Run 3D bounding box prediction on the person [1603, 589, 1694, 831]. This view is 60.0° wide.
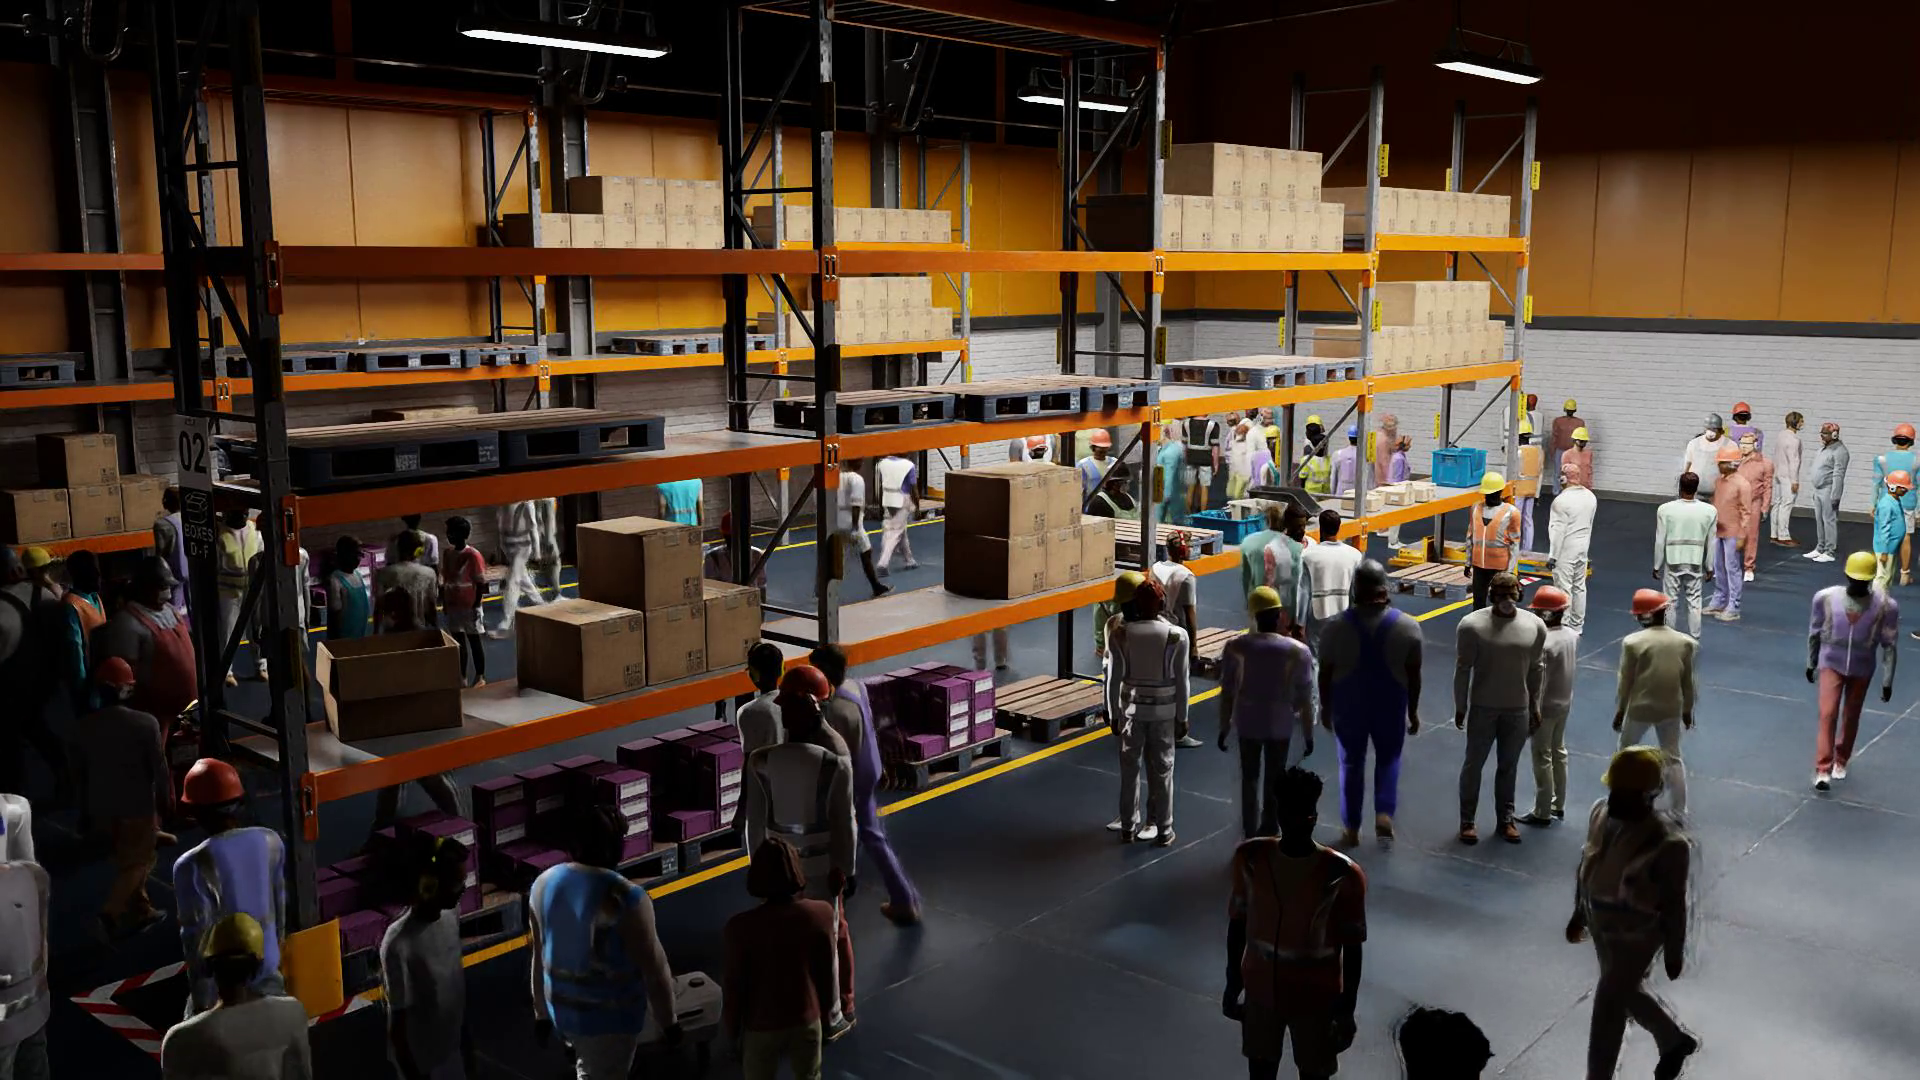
[{"bbox_3d":[5.015,1.203,12.102,0.621,1.696,0.796,-2,10,-9],"label":"person"}]

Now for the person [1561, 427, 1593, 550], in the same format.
[{"bbox_3d":[8.680,-0.713,23.393,0.521,1.760,0.329,-4,10,-21],"label":"person"}]

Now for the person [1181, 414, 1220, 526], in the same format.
[{"bbox_3d":[3.685,-1.187,25.423,0.611,2.030,0.410,5,11,28],"label":"person"}]

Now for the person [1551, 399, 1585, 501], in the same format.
[{"bbox_3d":[10.290,-1.515,28.179,0.525,1.761,0.342,4,10,20],"label":"person"}]

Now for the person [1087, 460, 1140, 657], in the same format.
[{"bbox_3d":[1.650,0.186,17.176,0.538,2.000,0.683,8,13,40],"label":"person"}]

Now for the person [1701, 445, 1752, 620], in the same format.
[{"bbox_3d":[8.729,-0.088,18.944,0.396,1.992,0.623,-1,10,-7],"label":"person"}]

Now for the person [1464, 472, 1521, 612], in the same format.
[{"bbox_3d":[5.478,0.244,17.196,0.382,1.918,0.585,-8,13,-41],"label":"person"}]

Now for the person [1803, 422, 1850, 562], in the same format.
[{"bbox_3d":[11.778,-0.652,22.615,0.401,1.900,0.642,1,10,5],"label":"person"}]

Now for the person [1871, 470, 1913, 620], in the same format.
[{"bbox_3d":[10.500,0.072,18.761,0.350,1.739,0.575,8,12,39],"label":"person"}]

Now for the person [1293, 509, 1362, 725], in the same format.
[{"bbox_3d":[3.232,0.683,14.620,0.598,1.907,0.408,-3,10,-17],"label":"person"}]

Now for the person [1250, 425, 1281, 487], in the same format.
[{"bbox_3d":[4.086,-0.570,22.148,0.601,1.896,0.727,6,11,33],"label":"person"}]

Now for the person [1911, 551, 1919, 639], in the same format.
[{"bbox_3d":[10.545,0.114,17.875,0.604,1.958,0.374,-3,10,-18],"label":"person"}]

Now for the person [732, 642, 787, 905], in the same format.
[{"bbox_3d":[-1.115,1.514,9.780,0.329,1.865,0.512,9,13,44],"label":"person"}]

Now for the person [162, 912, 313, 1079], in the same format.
[{"bbox_3d":[-2.499,2.230,5.929,0.750,1.722,0.562,8,12,40],"label":"person"}]

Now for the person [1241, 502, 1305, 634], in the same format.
[{"bbox_3d":[2.877,0.593,15.179,0.642,1.897,0.952,5,11,28],"label":"person"}]

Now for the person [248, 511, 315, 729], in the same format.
[{"bbox_3d":[-5.953,0.684,14.543,0.386,1.929,0.547,8,13,41],"label":"person"}]

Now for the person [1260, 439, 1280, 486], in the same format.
[{"bbox_3d":[3.986,-0.365,21.043,0.335,1.845,0.513,9,13,41],"label":"person"}]

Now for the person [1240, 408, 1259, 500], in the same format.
[{"bbox_3d":[4.567,-1.263,26.294,0.355,1.885,0.575,-1,10,-4],"label":"person"}]

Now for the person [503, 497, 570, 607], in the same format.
[{"bbox_3d":[-5.028,-0.030,19.537,0.529,1.685,0.814,5,11,30],"label":"person"}]

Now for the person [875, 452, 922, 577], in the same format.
[{"bbox_3d":[-0.813,-0.441,21.637,0.583,1.804,0.958,8,12,38],"label":"person"}]

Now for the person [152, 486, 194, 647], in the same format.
[{"bbox_3d":[-7.811,0.374,16.672,0.353,1.837,0.511,8,12,38],"label":"person"}]

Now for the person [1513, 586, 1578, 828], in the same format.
[{"bbox_3d":[4.217,1.197,12.020,0.347,1.744,0.576,9,13,43],"label":"person"}]

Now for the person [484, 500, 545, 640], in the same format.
[{"bbox_3d":[-4.845,0.119,18.203,0.595,1.843,0.963,7,12,37],"label":"person"}]

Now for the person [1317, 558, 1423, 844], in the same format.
[{"bbox_3d":[2.842,1.118,11.610,0.710,2.000,0.536,2,10,11],"label":"person"}]

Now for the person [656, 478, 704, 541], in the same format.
[{"bbox_3d":[-3.279,-0.116,19.562,0.570,1.843,0.372,-5,11,-29],"label":"person"}]

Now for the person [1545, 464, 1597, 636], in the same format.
[{"bbox_3d":[6.558,0.122,17.979,0.637,1.901,0.403,-7,12,-34],"label":"person"}]

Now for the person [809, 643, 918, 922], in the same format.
[{"bbox_3d":[-0.679,1.482,10.235,0.932,1.772,0.590,2,10,11],"label":"person"}]

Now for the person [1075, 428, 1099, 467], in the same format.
[{"bbox_3d":[2.001,-1.303,26.904,0.525,1.760,0.341,0,10,1],"label":"person"}]

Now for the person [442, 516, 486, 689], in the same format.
[{"bbox_3d":[-4.683,0.613,15.649,0.541,1.695,0.315,7,12,34],"label":"person"}]

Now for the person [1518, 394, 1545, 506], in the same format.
[{"bbox_3d":[9.491,-1.489,27.682,0.567,1.878,0.350,-7,12,-38],"label":"person"}]

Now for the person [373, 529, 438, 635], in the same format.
[{"bbox_3d":[-4.650,0.831,13.957,0.561,1.823,0.504,-4,10,-23],"label":"person"}]

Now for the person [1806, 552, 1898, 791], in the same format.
[{"bbox_3d":[6.832,1.009,12.768,0.609,1.862,1.041,5,11,26],"label":"person"}]

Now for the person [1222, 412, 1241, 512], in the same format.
[{"bbox_3d":[4.449,-1.267,27.054,0.309,1.638,0.513,1,10,6],"label":"person"}]

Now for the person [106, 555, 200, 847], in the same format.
[{"bbox_3d":[-5.608,1.104,11.697,0.536,2.000,0.688,0,10,3],"label":"person"}]

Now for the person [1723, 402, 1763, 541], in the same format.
[{"bbox_3d":[11.355,-0.999,24.293,0.604,2.034,0.418,2,10,11],"label":"person"}]

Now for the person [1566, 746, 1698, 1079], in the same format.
[{"bbox_3d":[3.268,1.840,7.997,0.841,1.807,0.577,-2,10,-14],"label":"person"}]

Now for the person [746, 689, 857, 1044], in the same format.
[{"bbox_3d":[-0.819,1.691,8.656,0.579,1.881,0.342,2,10,9],"label":"person"}]

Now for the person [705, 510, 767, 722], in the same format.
[{"bbox_3d":[-1.949,0.684,14.519,0.547,1.934,0.375,-1,10,-8],"label":"person"}]

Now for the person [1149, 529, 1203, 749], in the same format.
[{"bbox_3d":[1.784,0.825,13.935,0.380,1.845,0.570,-5,11,-29],"label":"person"}]

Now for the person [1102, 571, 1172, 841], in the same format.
[{"bbox_3d":[1.242,1.156,11.785,0.588,1.912,0.395,8,12,39],"label":"person"}]

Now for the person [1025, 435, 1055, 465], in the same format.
[{"bbox_3d":[0.947,-0.292,20.205,0.617,1.986,0.407,-3,10,-18],"label":"person"}]

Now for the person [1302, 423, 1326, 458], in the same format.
[{"bbox_3d":[5.267,-0.903,24.733,0.329,1.686,0.531,7,12,37],"label":"person"}]

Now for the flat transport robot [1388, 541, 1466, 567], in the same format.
[{"bbox_3d":[6.394,0.181,22.479,0.652,0.197,1.431,8,12,38],"label":"flat transport robot"}]
